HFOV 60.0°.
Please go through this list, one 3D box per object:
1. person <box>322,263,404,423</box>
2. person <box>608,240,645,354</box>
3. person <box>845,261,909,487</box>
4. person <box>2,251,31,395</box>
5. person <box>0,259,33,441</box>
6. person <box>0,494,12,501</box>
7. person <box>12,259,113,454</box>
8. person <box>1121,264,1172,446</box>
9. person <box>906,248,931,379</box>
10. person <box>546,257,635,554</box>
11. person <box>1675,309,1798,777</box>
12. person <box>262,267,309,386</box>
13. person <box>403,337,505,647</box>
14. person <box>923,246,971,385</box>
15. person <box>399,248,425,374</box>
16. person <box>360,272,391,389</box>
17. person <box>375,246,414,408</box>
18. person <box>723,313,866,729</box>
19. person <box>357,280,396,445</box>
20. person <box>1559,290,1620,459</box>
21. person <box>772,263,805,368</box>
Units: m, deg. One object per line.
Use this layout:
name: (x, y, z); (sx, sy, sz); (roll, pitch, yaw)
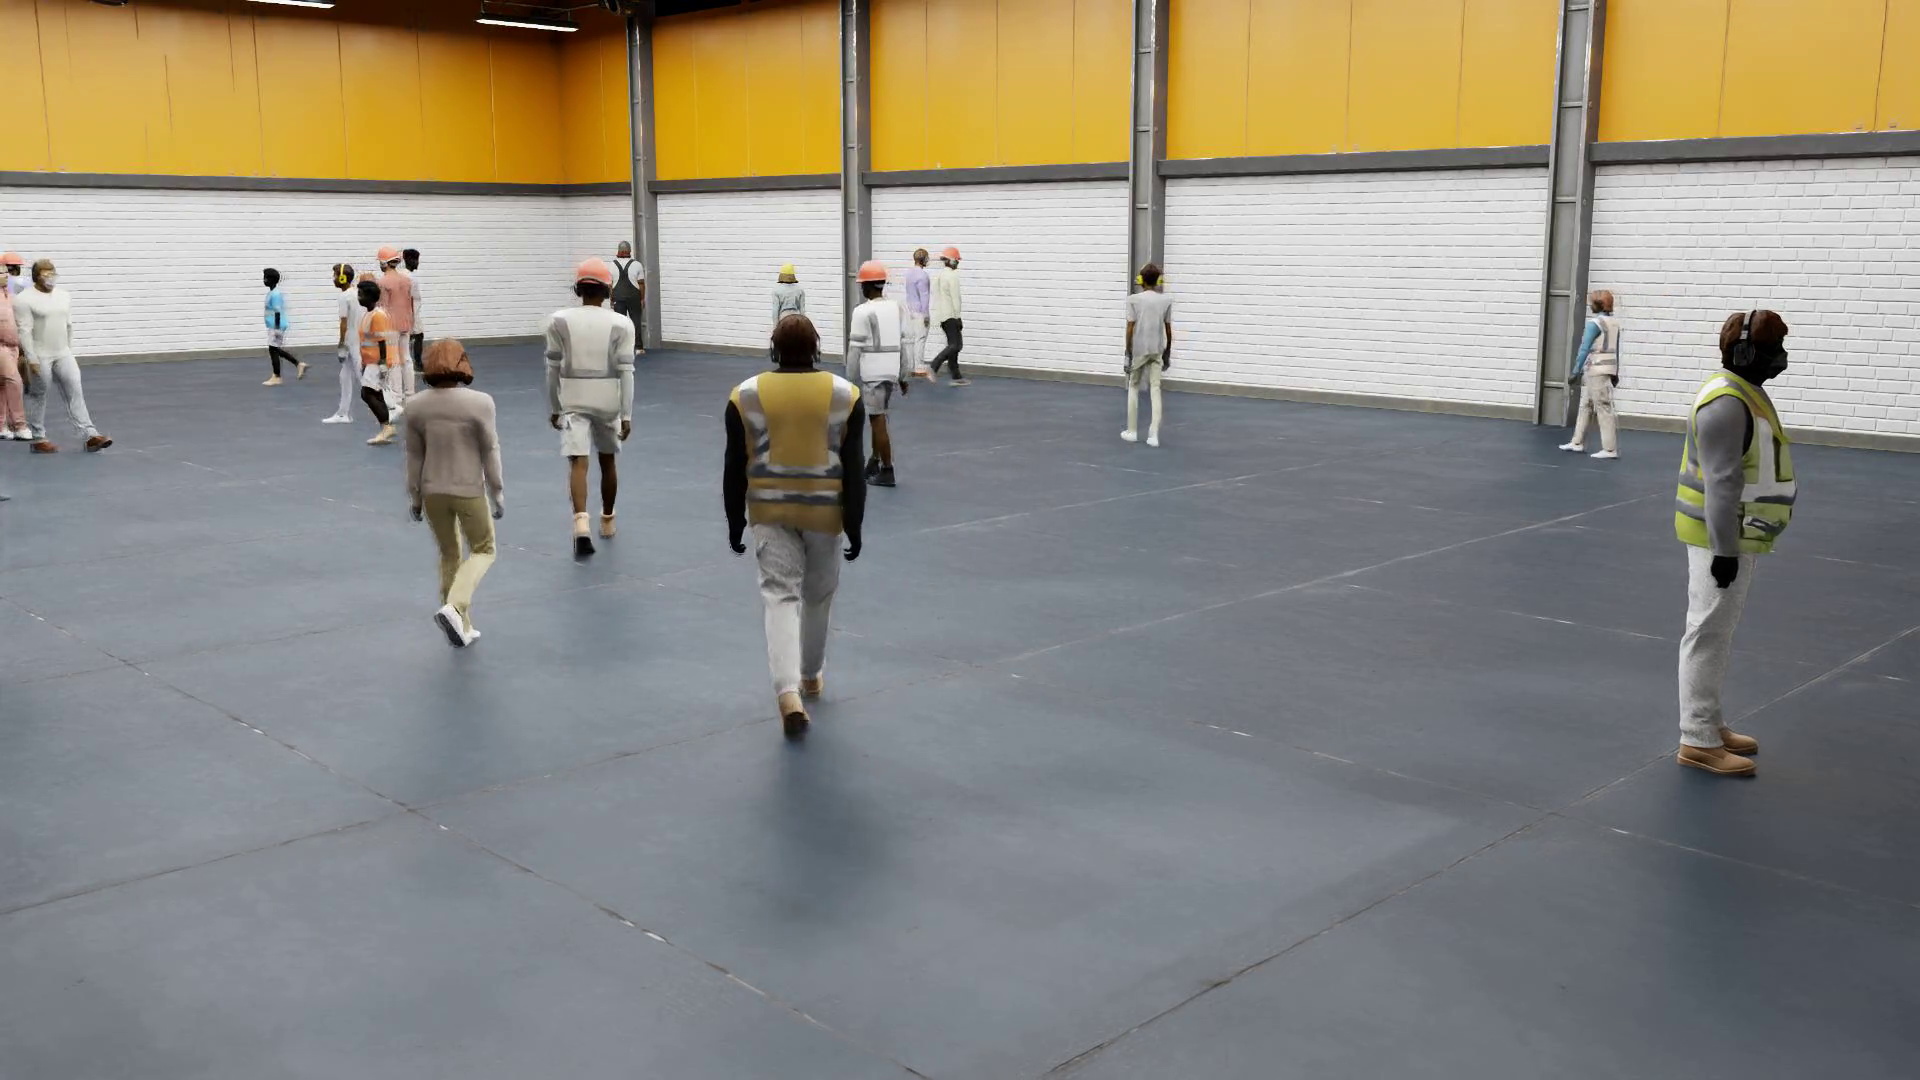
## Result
person: (-6.794, -2.215, 18.821); (0.934, 1.834, 0.529); (0, 10, 1)
person: (-5.974, -4.346, 29.843); (0.684, 2.000, 0.538); (0, 10, -1)
person: (-0.777, -1.421, 14.251); (0.767, 1.908, 0.572); (10, 14, 43)
person: (-12.537, -2.858, 22.054); (0.560, 1.922, 0.723); (3, 11, 14)
person: (-9.873, -1.973, 17.338); (0.775, 1.881, 0.660); (0, 10, -3)
person: (-7.930, -1.166, 13.100); (0.606, 1.816, 0.607); (-7, 12, -32)
person: (-8.739, -1.757, 16.123); (0.964, 1.894, 0.643); (5, 11, 23)
person: (1.905, -1.905, 17.086); (0.546, 1.834, 0.838); (-2, 11, -9)
person: (-0.601, -3.373, 24.812); (0.357, 1.938, 0.636); (-4, 11, -22)
person: (-2.509, -0.924, 11.339); (0.606, 2.000, 1.046); (-2, 11, -10)
person: (3.108, 0.000, 6.689); (0.430, 1.845, 0.624); (6, 12, 30)
person: (-9.661, -3.034, 23.656); (0.560, 1.681, 0.545); (-4, 11, -23)
person: (-2.604, -0.223, 8.494); (0.510, 1.615, 0.482); (2, 11, 10)
person: (-0.168, -3.144, 23.452); (0.713, 1.977, 0.659); (-3, 11, -17)
person: (-8.546, -3.511, 25.562); (0.714, 1.941, 0.618); (-7, 13, -35)
person: (-8.100, -2.882, 23.019); (0.309, 1.624, 0.497); (4, 11, 23)
person: (-6.994, -2.615, 20.531); (0.379, 1.995, 0.609); (3, 11, 17)
person: (-0.728, -0.096, 7.353); (0.626, 1.803, 0.946); (-1, 10, -6)
person: (-5.941, -1.782, 16.837); (0.385, 1.680, 0.547); (-7, 12, -32)
person: (6.053, -1.591, 16.013); (0.748, 1.607, 0.516); (9, 14, 41)
person: (-2.405, -2.999, 23.312); (0.489, 1.744, 0.295); (-4, 11, -23)
